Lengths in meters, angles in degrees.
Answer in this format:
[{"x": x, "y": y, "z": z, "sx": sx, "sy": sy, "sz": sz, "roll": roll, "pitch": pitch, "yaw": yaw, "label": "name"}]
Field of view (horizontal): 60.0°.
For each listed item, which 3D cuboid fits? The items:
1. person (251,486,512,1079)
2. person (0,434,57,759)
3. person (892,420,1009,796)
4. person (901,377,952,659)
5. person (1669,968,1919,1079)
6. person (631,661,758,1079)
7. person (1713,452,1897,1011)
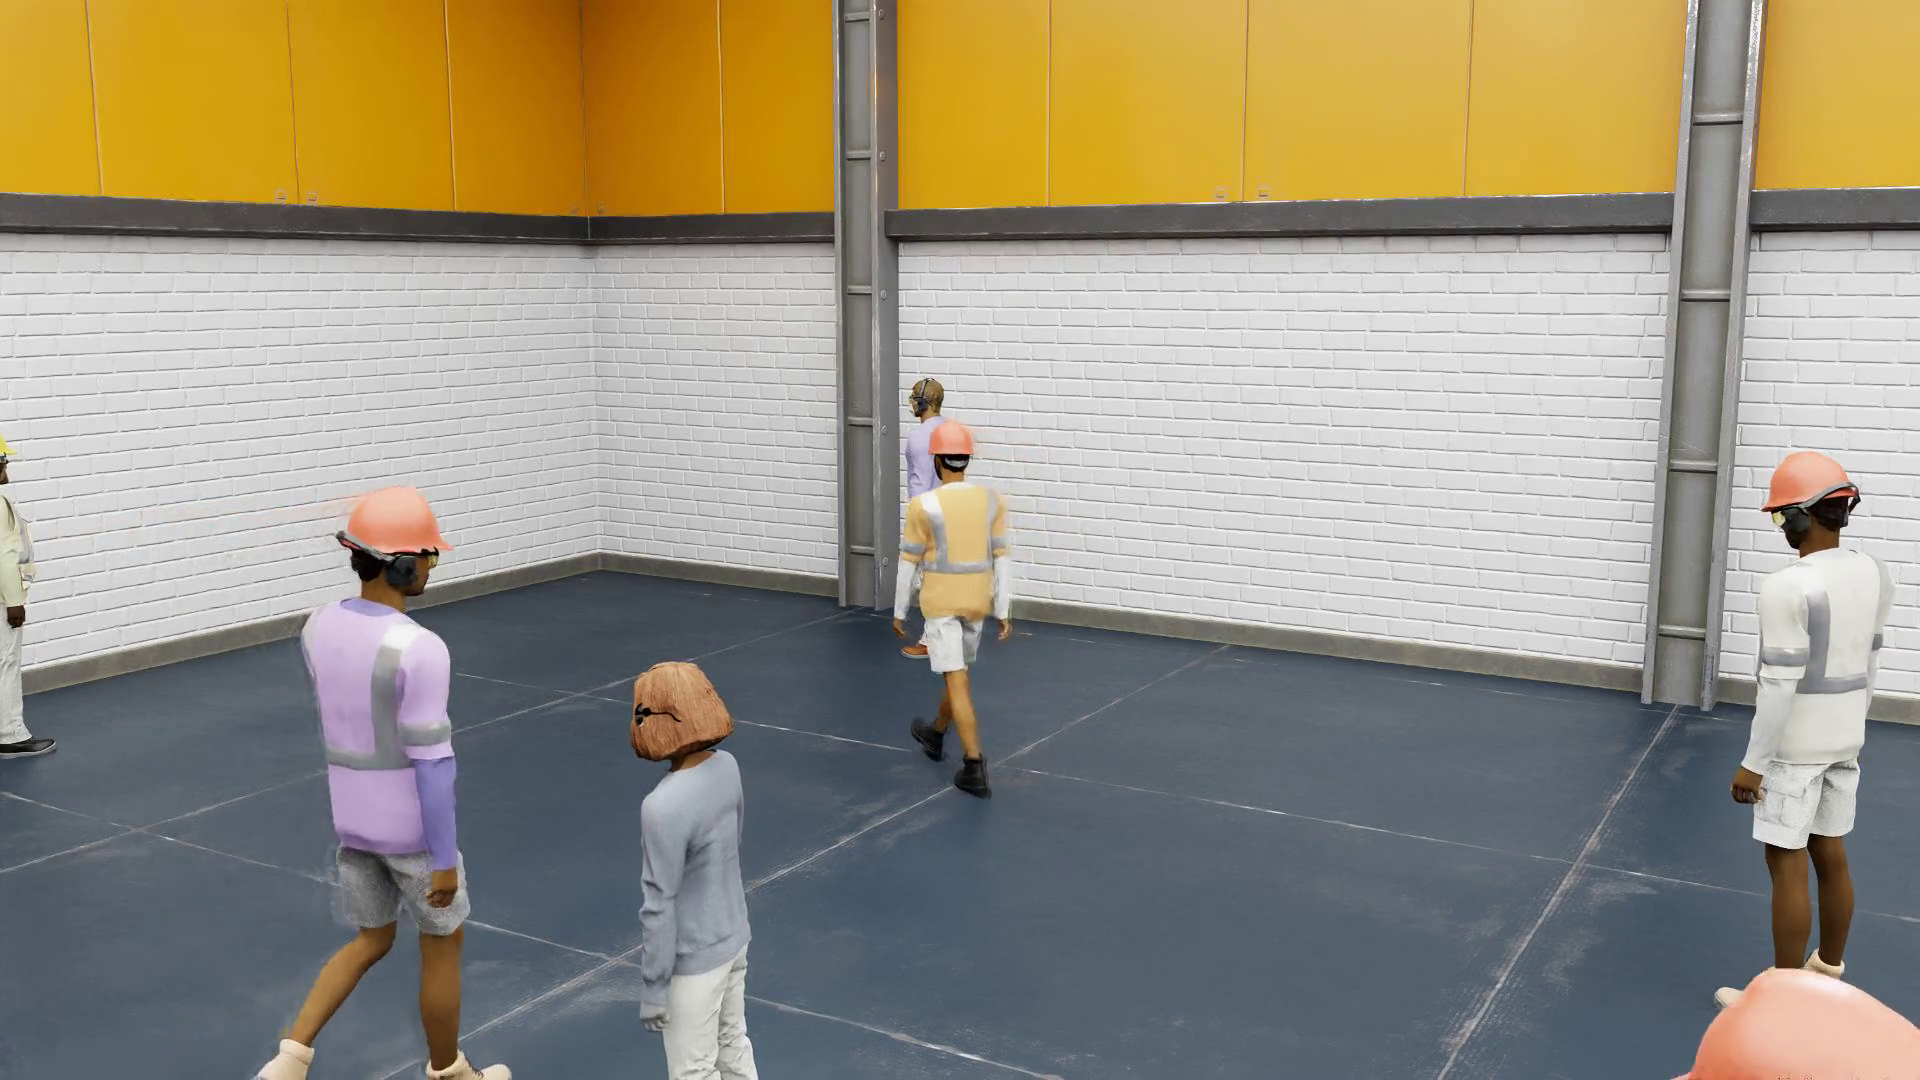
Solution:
[{"x": -1.746, "y": 0.848, "z": 4.974, "sx": 0.621, "sy": 2.026, "sz": 0.777, "roll": 6, "pitch": 11, "yaw": 33, "label": "person"}, {"x": -5.289, "y": 0.281, "z": 9.117, "sx": 0.586, "sy": 1.833, "sz": 0.403, "roll": 7, "pitch": 11, "yaw": 35, "label": "person"}, {"x": -0.072, "y": 0.322, "z": 8.689, "sx": 0.569, "sy": 1.882, "sz": 0.976, "roll": -5, "pitch": 10, "yaw": -27, "label": "person"}, {"x": -0.200, "y": -0.148, "z": 11.460, "sx": 0.370, "sy": 1.941, "sz": 0.627, "roll": 4, "pitch": 10, "yaw": 24, "label": "person"}, {"x": 0.881, "y": 1.412, "z": 1.816, "sx": 0.409, "sy": 1.928, "sz": 0.569, "roll": 8, "pitch": 12, "yaw": 42, "label": "person"}, {"x": -0.717, "y": 1.128, "z": 4.487, "sx": 0.287, "sy": 1.624, "sz": 0.497, "roll": 2, "pitch": 9, "yaw": 14, "label": "person"}, {"x": 2.940, "y": 0.707, "z": 5.836, "sx": 0.605, "sy": 2.033, "sz": 0.392, "roll": -5, "pitch": 10, "yaw": -29, "label": "person"}]
